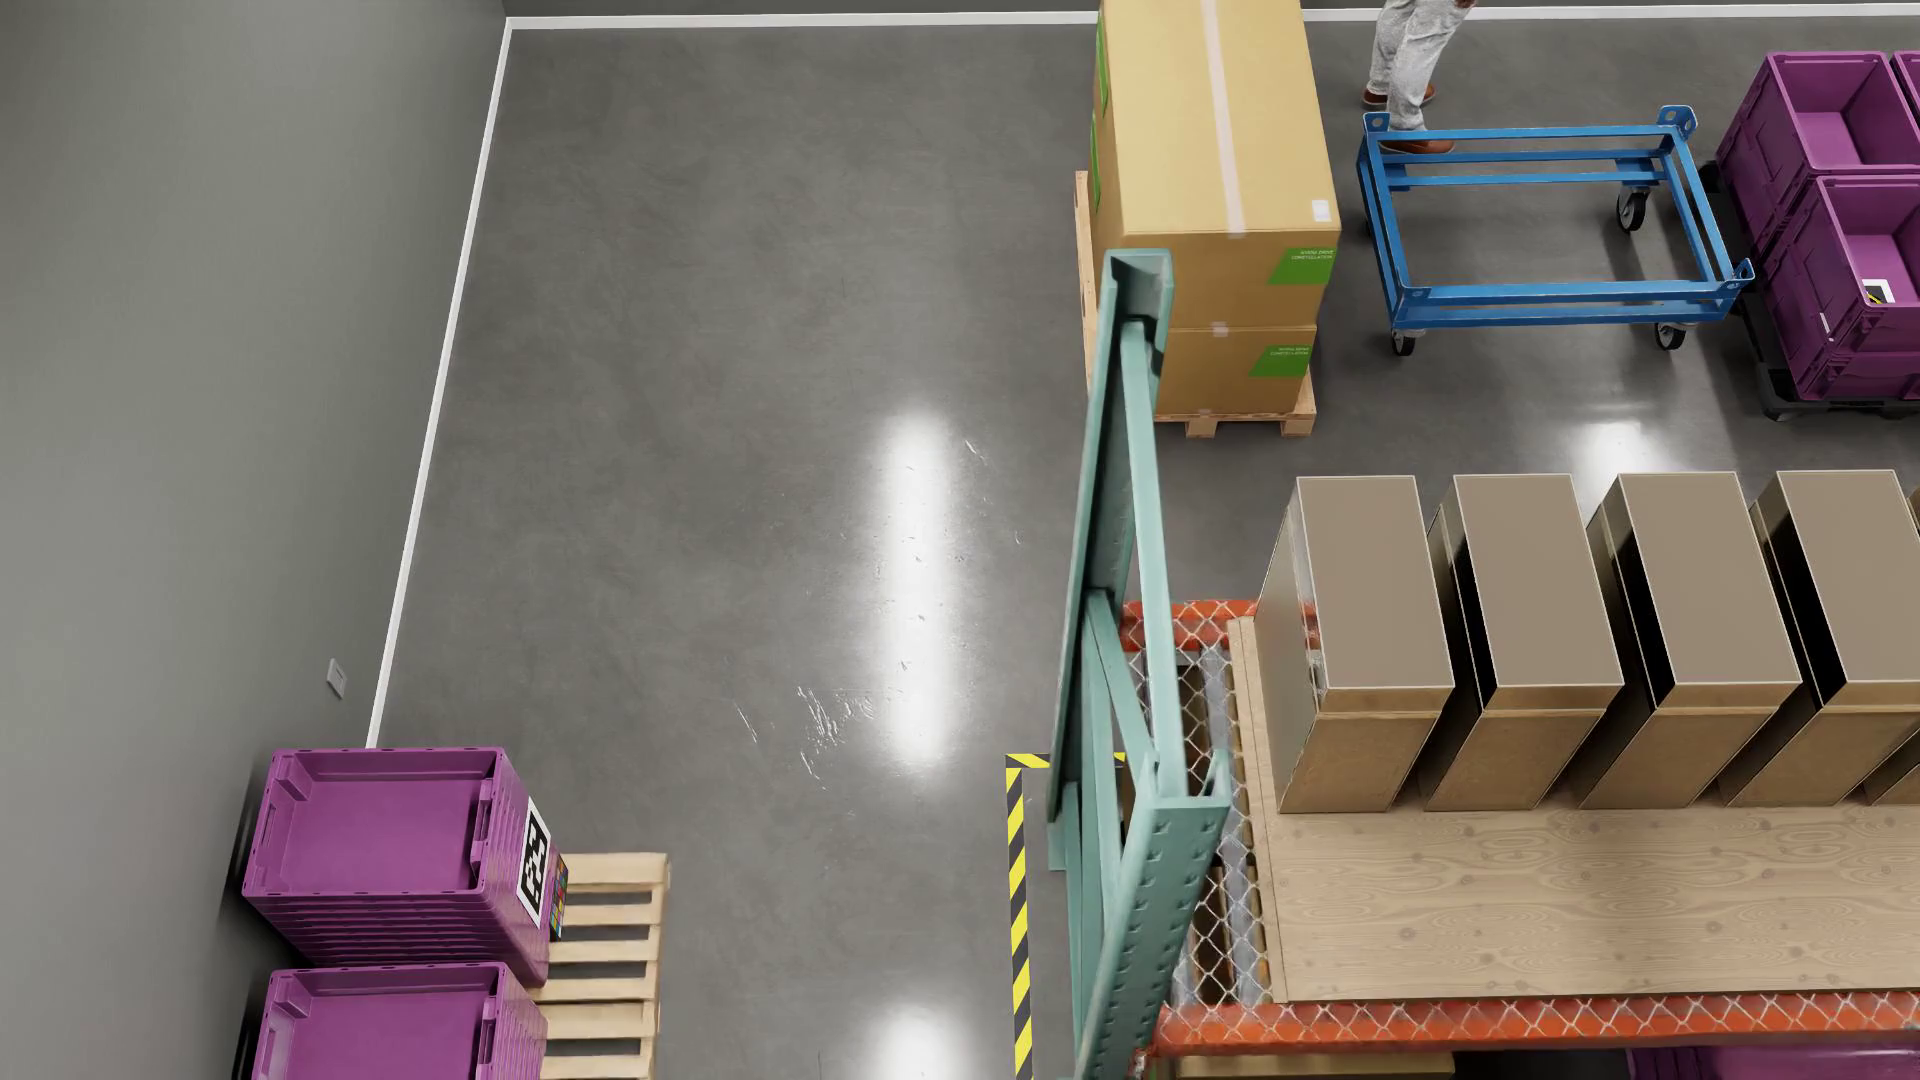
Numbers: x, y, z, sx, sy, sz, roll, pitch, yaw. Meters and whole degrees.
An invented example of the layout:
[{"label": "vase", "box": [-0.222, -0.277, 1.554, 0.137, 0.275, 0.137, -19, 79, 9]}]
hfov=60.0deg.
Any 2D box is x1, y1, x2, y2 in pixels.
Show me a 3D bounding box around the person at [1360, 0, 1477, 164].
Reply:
[{"label": "person", "box": [1.821, -2.253, 6.084, 0.376, 1.939, 0.629, -2, 58, -1]}]
